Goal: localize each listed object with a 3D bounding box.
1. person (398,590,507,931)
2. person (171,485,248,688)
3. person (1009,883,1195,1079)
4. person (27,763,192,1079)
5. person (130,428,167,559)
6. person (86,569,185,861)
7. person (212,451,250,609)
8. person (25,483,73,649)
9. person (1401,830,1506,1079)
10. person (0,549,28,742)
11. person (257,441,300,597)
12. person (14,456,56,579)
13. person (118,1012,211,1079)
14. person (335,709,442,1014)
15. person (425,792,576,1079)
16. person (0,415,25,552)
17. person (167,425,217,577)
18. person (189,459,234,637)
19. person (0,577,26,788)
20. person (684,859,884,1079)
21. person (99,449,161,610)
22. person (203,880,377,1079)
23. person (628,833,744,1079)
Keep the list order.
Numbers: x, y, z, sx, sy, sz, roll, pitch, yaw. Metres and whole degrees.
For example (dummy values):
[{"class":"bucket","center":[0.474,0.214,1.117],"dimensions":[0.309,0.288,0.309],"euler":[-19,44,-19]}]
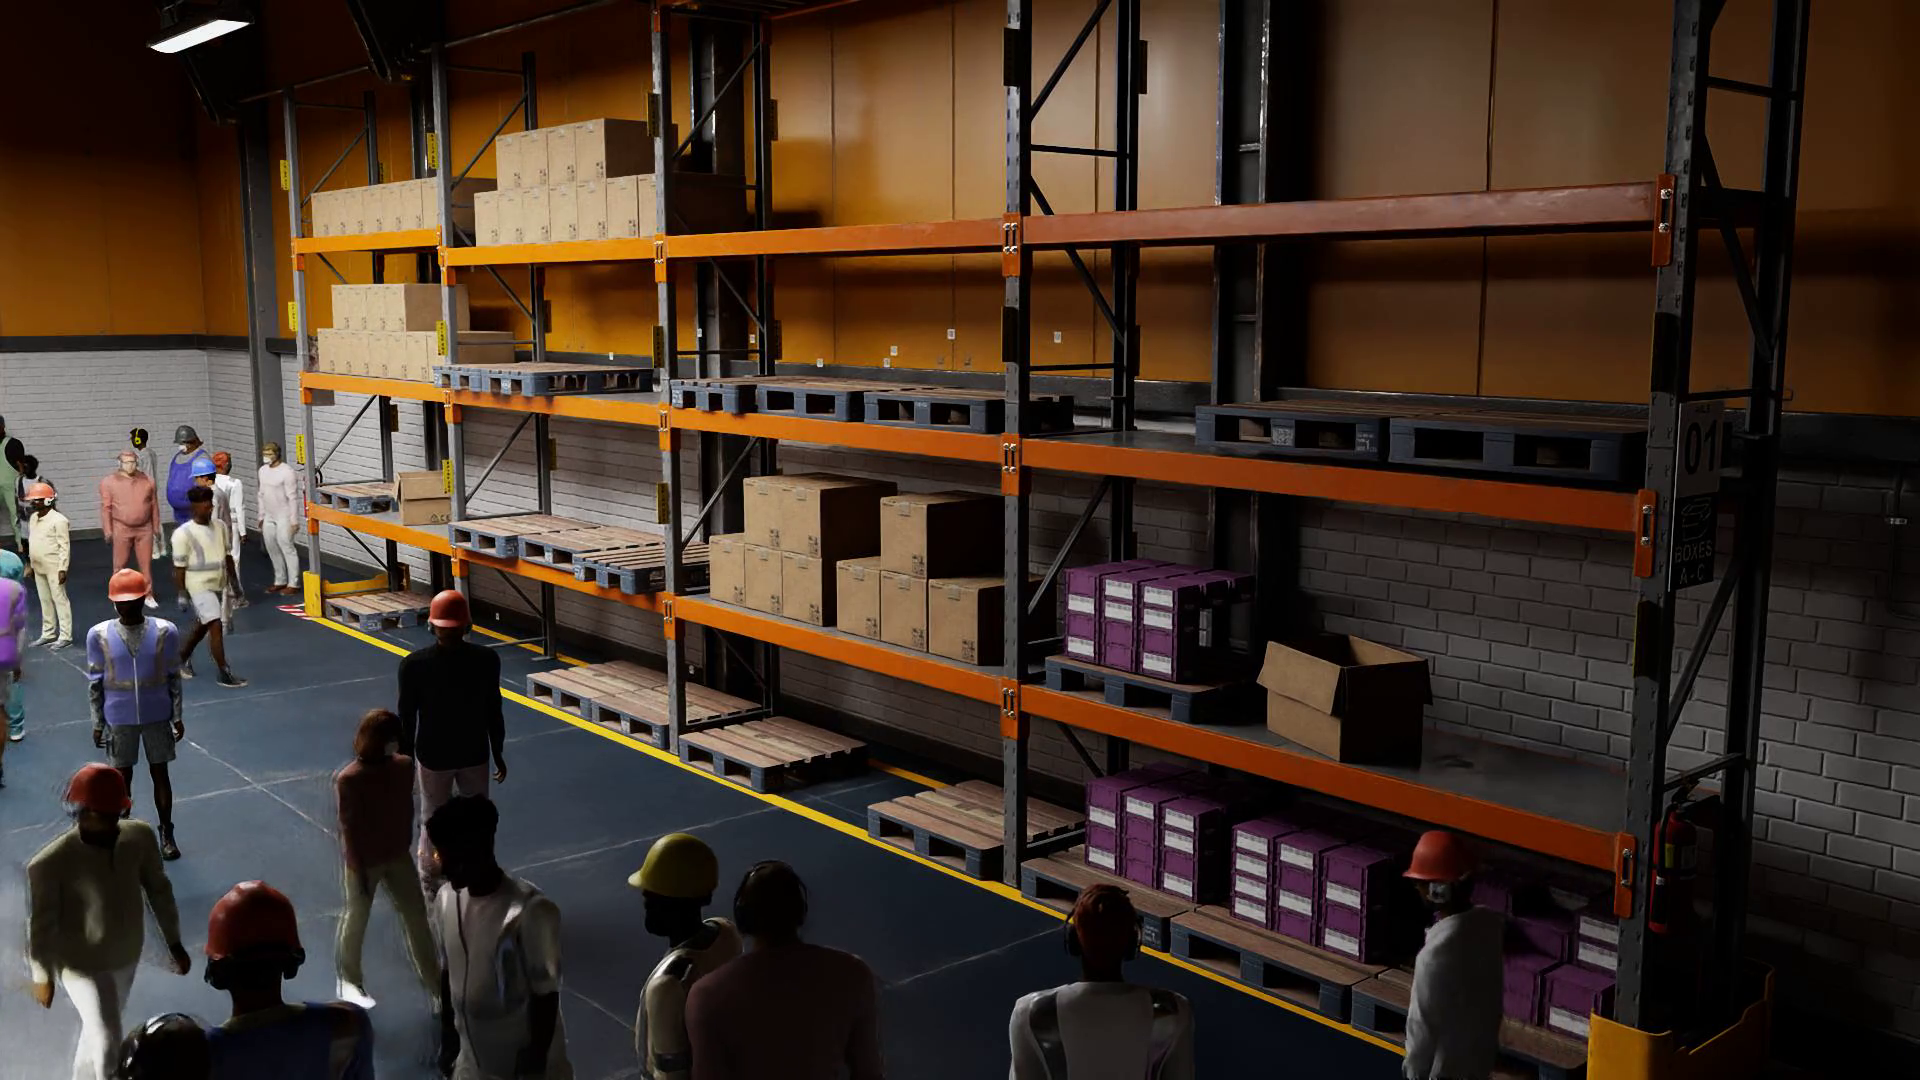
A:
[{"class":"person","center":[-2.947,1.268,9.699],"dimensions":[0.622,1.990,0.395],"euler":[-5,10,-33]},{"class":"person","center":[-7.217,0.422,15.820],"dimensions":[0.963,1.933,0.614],"euler":[3,9,17]},{"class":"person","center":[0.434,1.980,5.124],"dimensions":[0.583,1.882,0.338],"euler":[0,8,-3]},{"class":"person","center":[-3.641,1.780,7.154],"dimensions":[0.883,1.698,0.567],"euler":[4,9,25]},{"class":"person","center":[-11.515,-0.654,23.548],"dimensions":[0.350,1.858,0.508],"euler":[0,8,-3]},{"class":"person","center":[-5.322,1.143,10.771],"dimensions":[0.553,1.936,0.368],"euler":[-4,9,-26]},{"class":"person","center":[-8.725,-0.113,19.722],"dimensions":[0.573,1.877,0.353],"euler":[2,8,11]},{"class":"person","center":[-9.581,0.269,17.461],"dimensions":[0.563,1.752,0.326],"euler":[4,9,26]},{"class":"person","center":[1.782,1.913,6.087],"dimensions":[0.411,1.732,0.589],"euler":[7,11,39]},{"class":"person","center":[-7.992,0.746,13.624],"dimensions":[0.649,1.907,0.409],"euler":[-7,11,-42]},{"class":"person","center":[-8.401,-0.263,20.572],"dimensions":[0.643,1.927,0.393],"euler":[5,10,33]},{"class":"person","center":[-12.018,-0.279,21.608],"dimensions":[0.689,1.669,0.427],"euler":[2,8,11]},{"class":"person","center":[-1.949,2.114,4.127],"dimensions":[0.472,1.911,0.650],"euler":[0,8,-2]},{"class":"person","center":[-2.891,1.650,8.433],"dimensions":[0.849,1.593,0.507],"euler":[6,10,34]},{"class":"person","center":[-1.660,1.839,6.057],"dimensions":[0.802,1.914,0.553],"euler":[5,10,32]},{"class":"person","center":[-13.872,-0.821,24.050],"dimensions":[0.674,2.000,0.536],"euler":[-5,10,-31]},{"class":"person","center":[-10.129,-0.503,21.843],"dimensions":[0.681,2.000,0.538],"euler":[4,9,25]},{"class":"person","center":[-8.165,0.081,18.182],"dimensions":[0.418,1.933,0.614],"euler":[-2,9,-16]},{"class":"person","center":[-7.291,0.916,12.457],"dimensions":[0.495,1.901,0.592],"euler":[7,10,38]},{"class":"person","center":[-0.514,1.973,5.220],"dimensions":[0.650,1.892,0.857],"euler":[-3,9,-19]},{"class":"person","center":[-9.805,-0.126,19.696],"dimensions":[0.651,1.904,0.403],"euler":[-7,11,-41]},{"class":"person","center":[-1.951,1.961,4.705],"dimensions":[0.615,2.041,0.391],"euler":[-7,11,-41]},{"class":"person","center":[-0.899,1.903,5.502],"dimensions":[0.355,1.930,0.587],"euler":[2,8,10]}]
